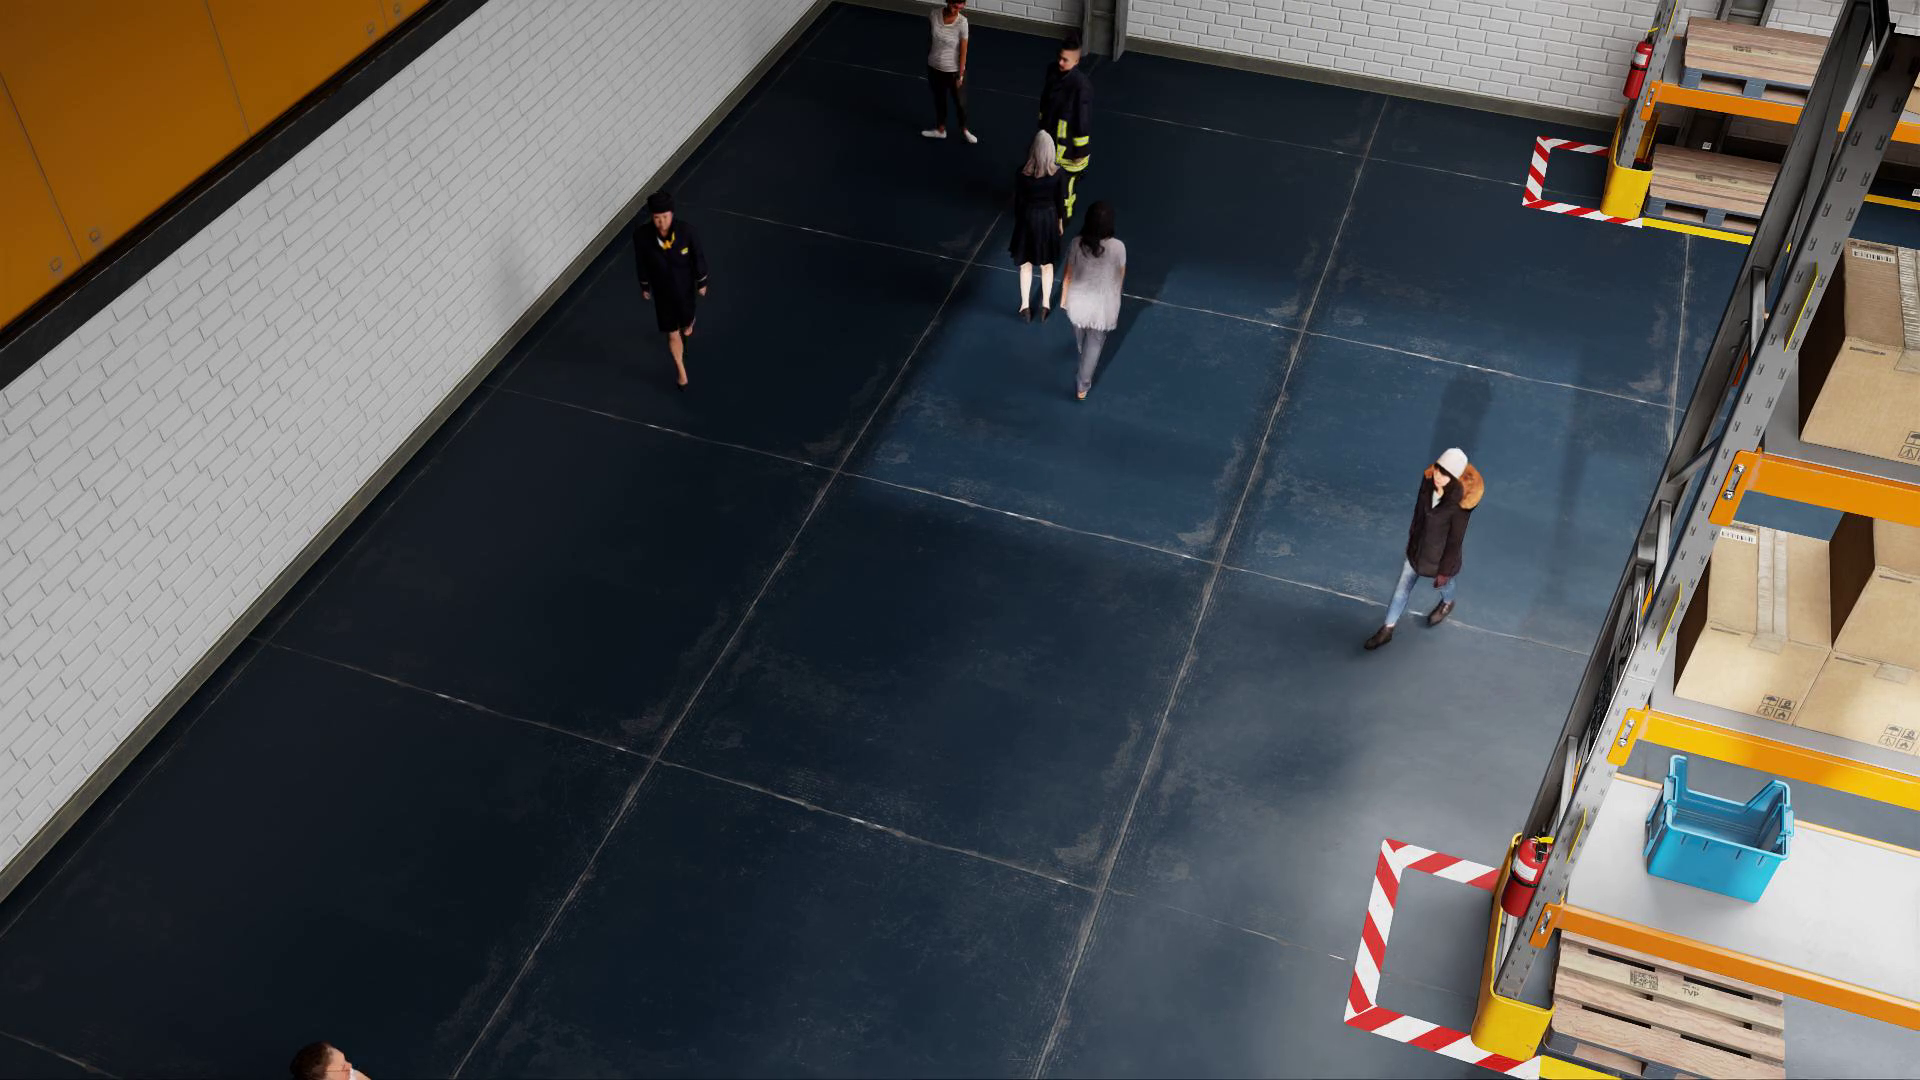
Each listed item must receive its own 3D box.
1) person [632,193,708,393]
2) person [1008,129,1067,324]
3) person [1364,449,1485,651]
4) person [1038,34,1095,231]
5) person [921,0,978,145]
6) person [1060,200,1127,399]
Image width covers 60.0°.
[{"bbox_3d":[-2.257,-2.027,13.143,1.086,1.651,1.048,-6,44,-6],"label":"person"},{"bbox_3d":[0.640,-2.561,13.635,0.638,1.745,0.748,-4,44,-4],"label":"person"},{"bbox_3d":[3.199,0.038,11.013,1.016,1.599,1.070,-28,50,-26],"label":"person"},{"bbox_3d":[0.963,-3.597,14.650,1.000,1.846,0.928,-29,51,-27],"label":"person"},{"bbox_3d":[-0.155,-4.521,15.785,0.837,1.617,0.602,-31,51,-28],"label":"person"},{"bbox_3d":[1.029,-1.841,13.016,0.993,1.558,0.702,11,45,11],"label":"person"}]
